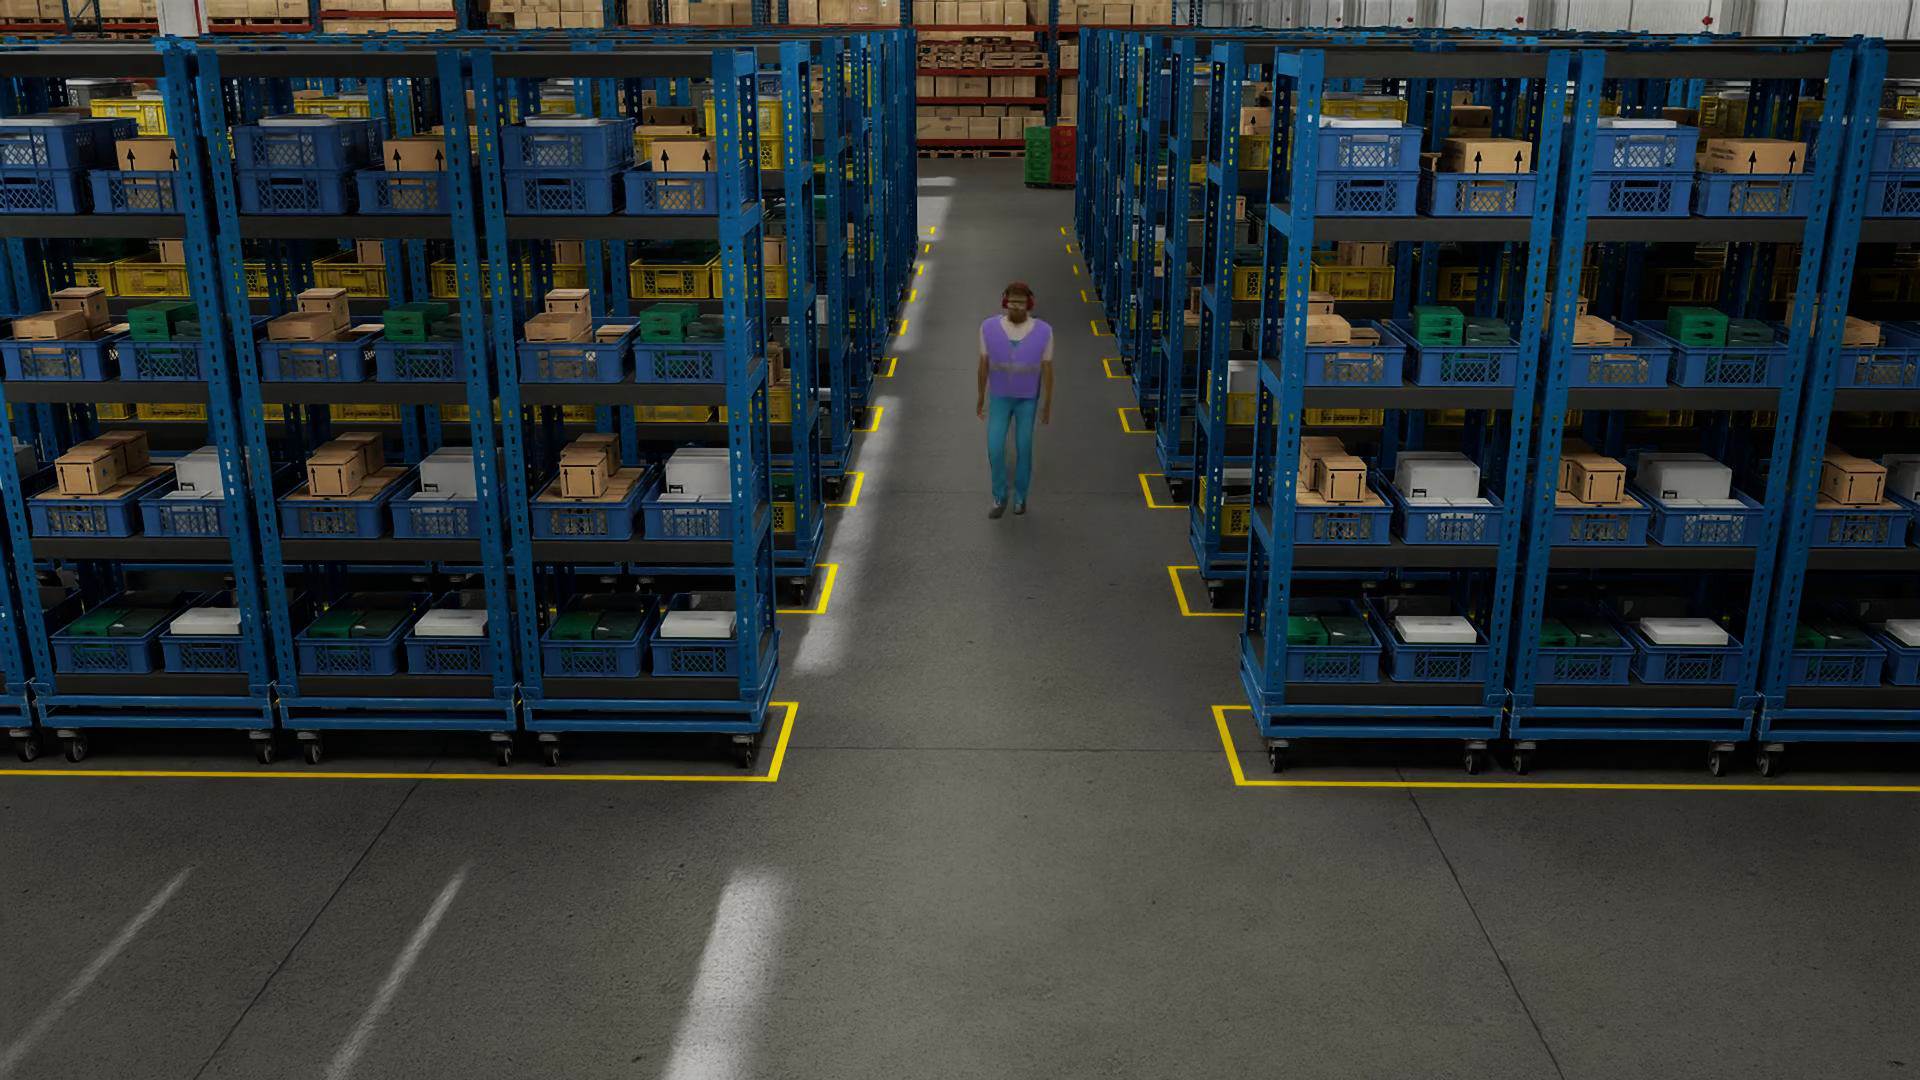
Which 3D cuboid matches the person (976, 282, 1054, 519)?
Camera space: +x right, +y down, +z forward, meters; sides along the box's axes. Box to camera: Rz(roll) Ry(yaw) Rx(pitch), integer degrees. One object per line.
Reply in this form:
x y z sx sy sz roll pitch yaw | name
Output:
0.414 -1.057 12.735 0.596 1.824 0.641 2 18 7 | person

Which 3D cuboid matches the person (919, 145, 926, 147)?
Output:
-1.455 -12.594 49.695 0.938 1.714 0.529 3 18 8 | person

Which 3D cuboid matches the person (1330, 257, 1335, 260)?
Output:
4.085 -2.540 17.185 0.613 1.997 0.374 3 18 10 | person

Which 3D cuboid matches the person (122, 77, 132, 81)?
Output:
-26.489 -13.889 53.349 0.648 2.009 0.865 8 19 24 | person
